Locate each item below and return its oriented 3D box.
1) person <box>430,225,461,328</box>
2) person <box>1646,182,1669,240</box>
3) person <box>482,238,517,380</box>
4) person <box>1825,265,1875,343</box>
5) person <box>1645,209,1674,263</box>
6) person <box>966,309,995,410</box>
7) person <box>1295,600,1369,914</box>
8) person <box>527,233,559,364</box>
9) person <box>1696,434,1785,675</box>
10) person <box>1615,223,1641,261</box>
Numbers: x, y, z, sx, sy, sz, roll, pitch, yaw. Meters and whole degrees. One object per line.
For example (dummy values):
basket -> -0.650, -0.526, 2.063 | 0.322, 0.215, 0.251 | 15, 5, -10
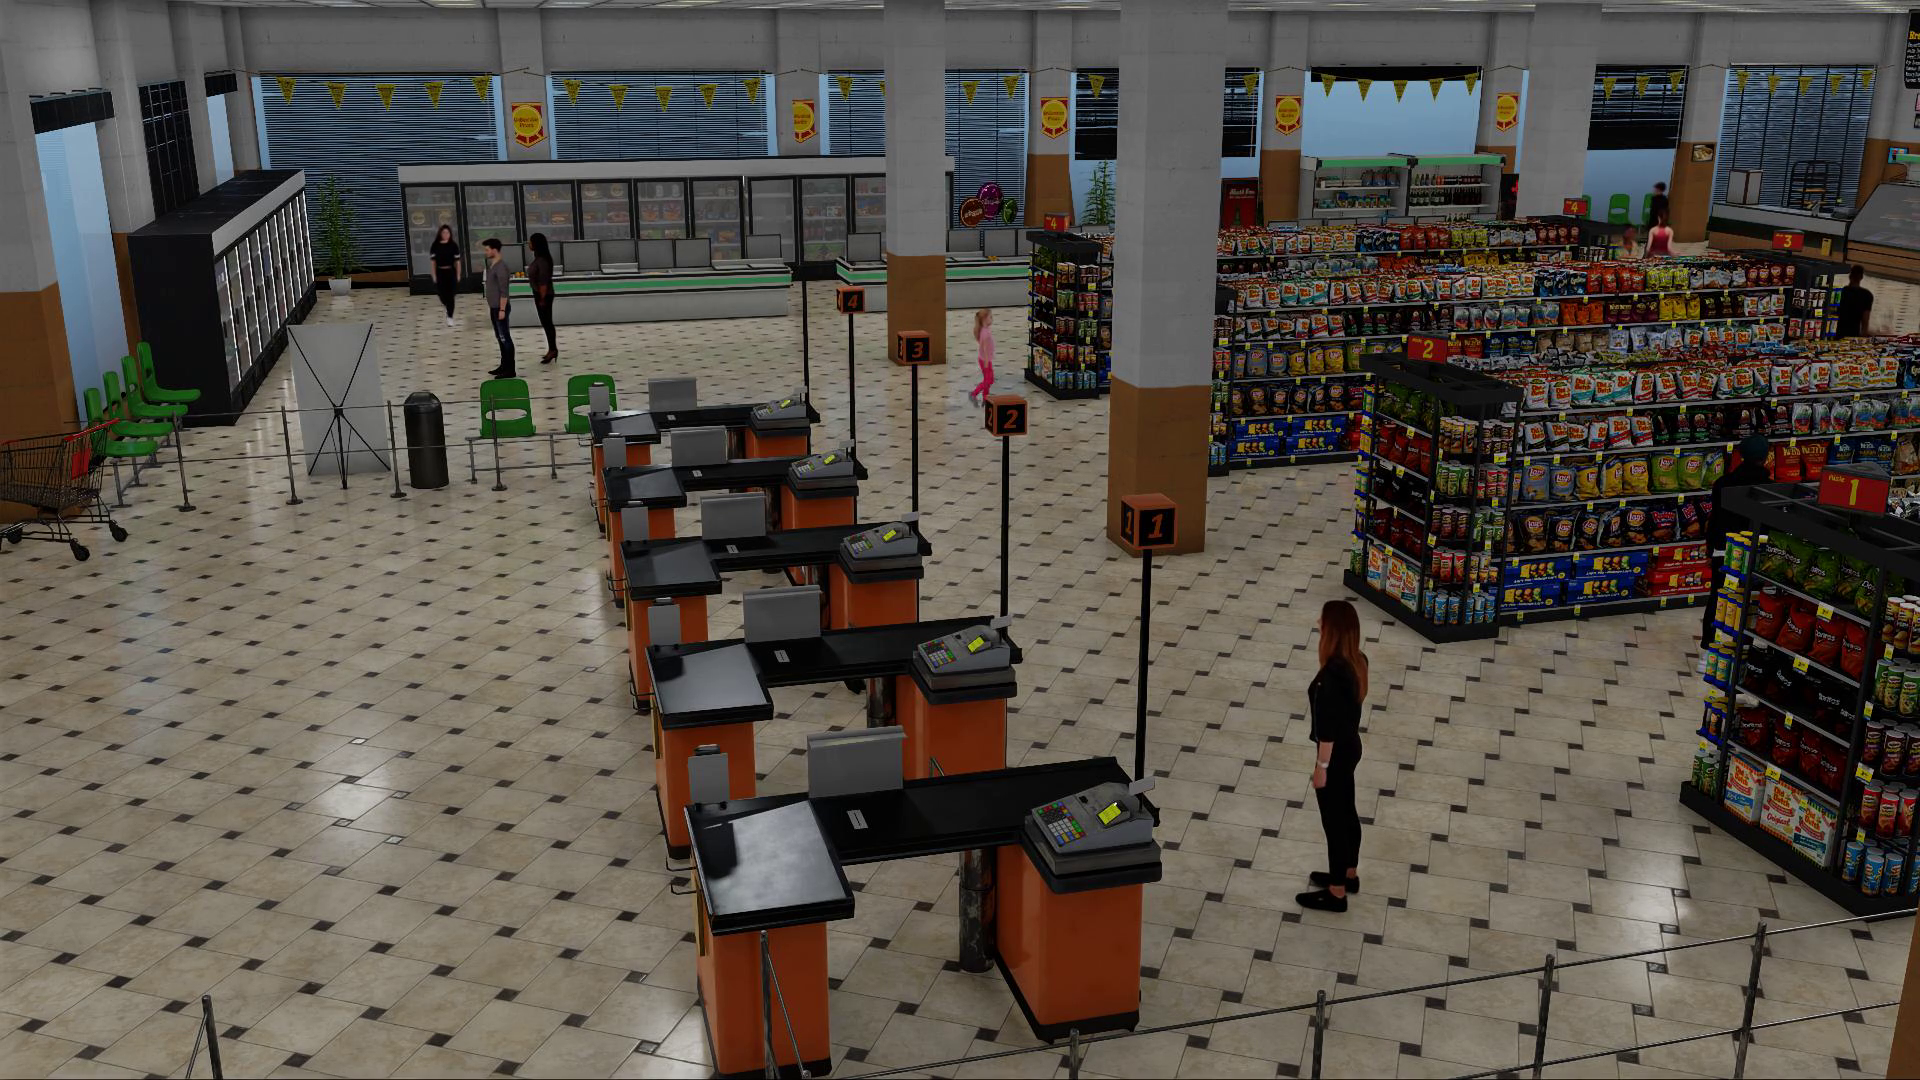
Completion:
person -> -8.290, -4.270, 26.831 | 0.800, 1.622, 0.660 | -5, 18, -15
person -> 13.609, -6.061, 32.407 | 0.861, 1.809, 0.968 | -14, 22, -38
person -> -6.286, -3.174, 22.742 | 0.668, 1.900, 0.749 | -9, 19, -27
person -> 11.023, -2.507, 20.748 | 1.196, 1.783, 1.120 | 5, 18, 17
person -> 11.721, -4.655, 27.932 | 1.107, 1.719, 1.015 | 5, 18, 15
person -> 0.267, -2.255, 20.810 | 0.713, 1.264, 0.609 | 1, 17, 2
person -> 2.031, 1.139, 8.868 | 0.729, 1.708, 0.675 | 9, 19, 26
person -> -5.950, -3.474, 23.838 | 0.576, 1.838, 0.630 | -4, 17, -13
person -> 5.654, 0.112, 12.062 | 0.746, 1.817, 0.758 | -15, 23, -41
person -> 10.162, -3.976, 25.615 | 1.039, 1.766, 0.684 | -3, 17, -10
